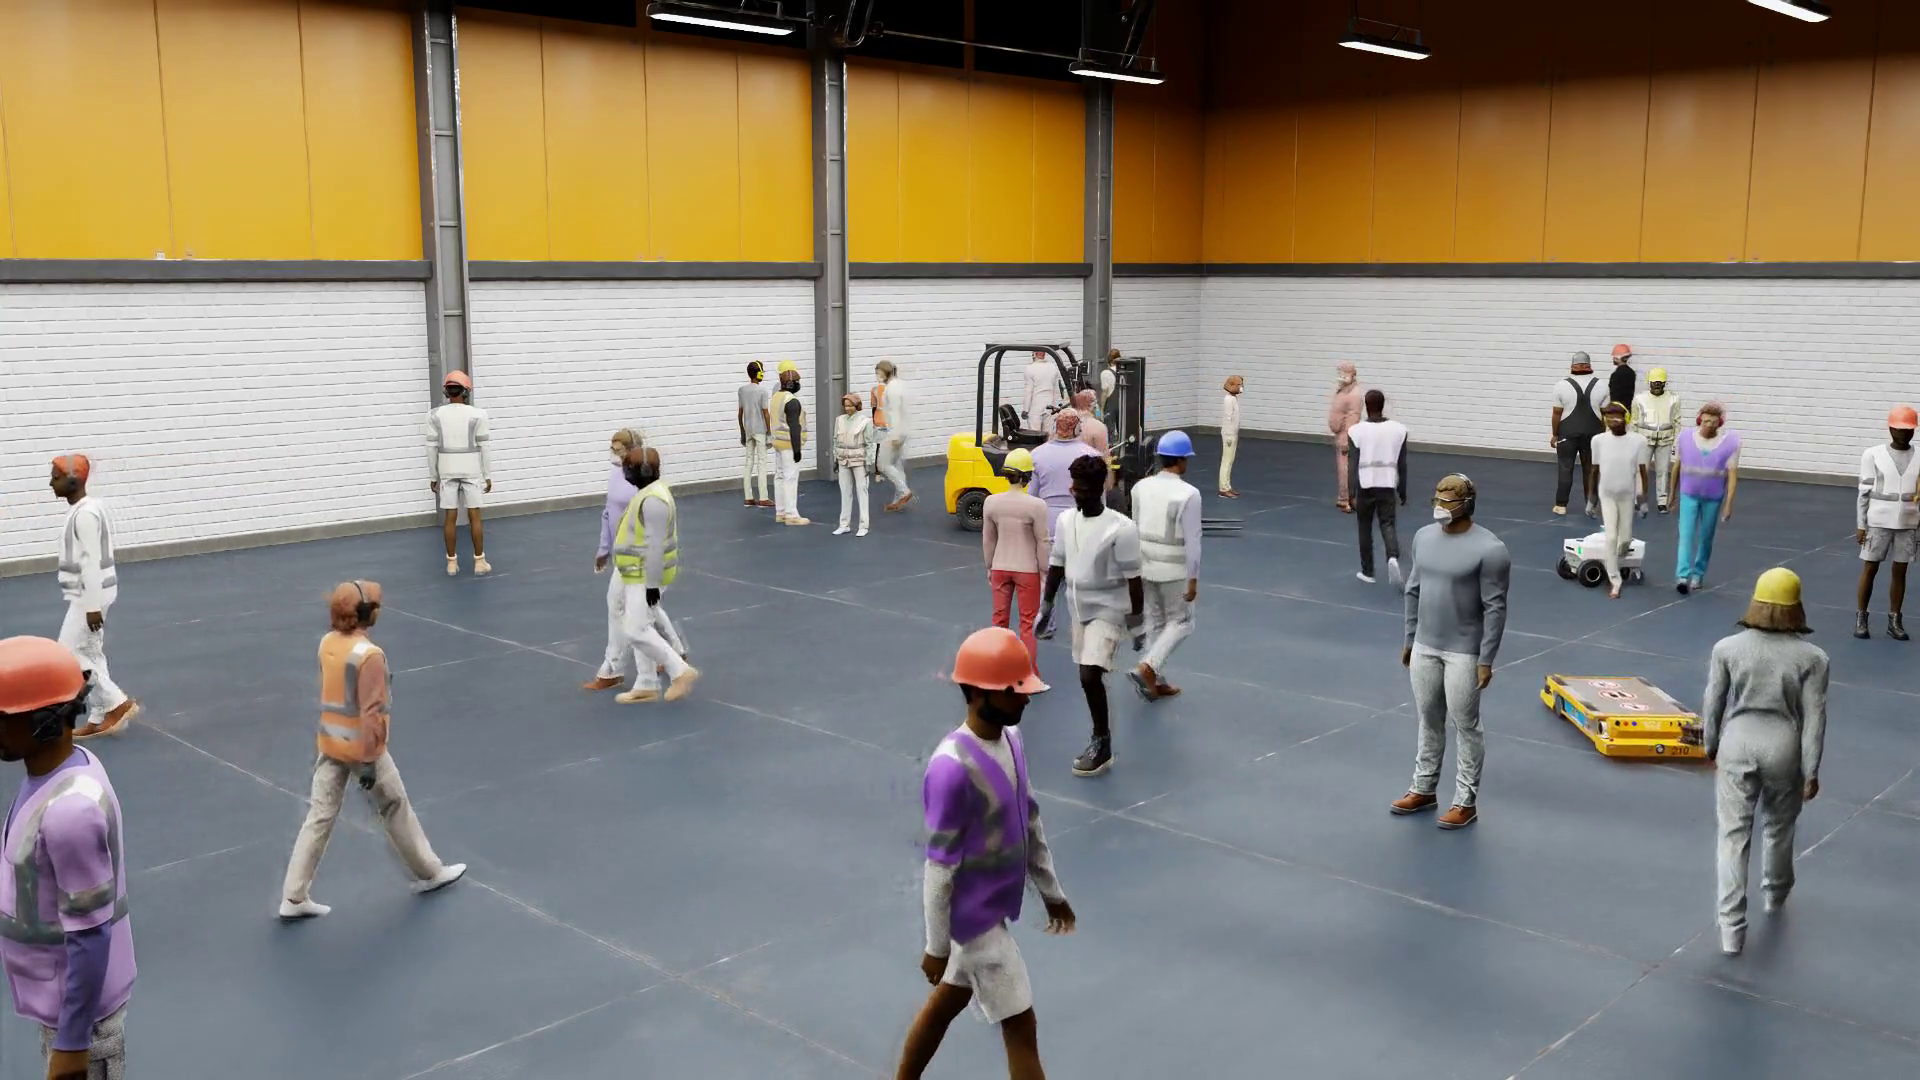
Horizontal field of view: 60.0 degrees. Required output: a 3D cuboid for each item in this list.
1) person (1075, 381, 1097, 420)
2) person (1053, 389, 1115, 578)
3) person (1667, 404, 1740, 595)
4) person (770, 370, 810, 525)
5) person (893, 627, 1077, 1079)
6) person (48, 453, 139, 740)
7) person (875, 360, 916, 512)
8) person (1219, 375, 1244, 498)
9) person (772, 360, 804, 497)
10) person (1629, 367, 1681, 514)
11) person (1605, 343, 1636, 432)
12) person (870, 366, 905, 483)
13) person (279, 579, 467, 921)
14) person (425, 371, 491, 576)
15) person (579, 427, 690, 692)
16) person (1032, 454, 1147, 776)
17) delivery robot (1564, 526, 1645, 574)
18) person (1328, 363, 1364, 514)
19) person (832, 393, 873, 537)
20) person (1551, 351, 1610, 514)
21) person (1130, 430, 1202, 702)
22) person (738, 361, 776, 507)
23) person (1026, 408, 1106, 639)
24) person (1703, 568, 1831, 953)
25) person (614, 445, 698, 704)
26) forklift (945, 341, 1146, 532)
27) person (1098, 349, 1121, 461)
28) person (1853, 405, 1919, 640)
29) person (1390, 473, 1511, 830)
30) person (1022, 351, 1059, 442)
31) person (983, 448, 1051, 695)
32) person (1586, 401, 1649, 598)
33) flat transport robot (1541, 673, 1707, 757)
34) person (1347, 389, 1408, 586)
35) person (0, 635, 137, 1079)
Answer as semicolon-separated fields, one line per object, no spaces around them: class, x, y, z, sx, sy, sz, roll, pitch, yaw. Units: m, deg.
person;1.599;-1.180;20.868;0.907;1.649;0.544;-2;10;-13
person;1.192;-0.561;16.479;1.024;1.853;0.625;-8;12;-39
person;6.900;-0.371;15.483;0.582;1.778;1.007;4;10;25
person;-2.026;-1.103;19.797;0.430;1.843;0.625;-5;10;-27
person;0.122;1.208;5.502;0.996;1.884;0.547;3;10;19
person;-5.621;0.376;10.646;0.417;1.866;0.599;-5;11;-28
person;-0.839;-1.282;20.695;0.442;1.905;0.661;0;9;1
person;3.618;-1.383;22.154;0.267;1.631;0.507;3;10;19
person;-2.293;-1.486;22.170;0.404;1.831;0.600;-4;10;-22
person;8.630;-1.235;20.664;0.589;1.827;0.403;2;10;14
person;9.387;-1.808;23.685;0.624;1.976;0.467;-7;12;-38
person;-1.011;-1.637;23.538;0.530;1.689;0.321;2;10;14
person;-2.833;0.972;7.843;0.532;1.588;0.903;8;12;40
person;-4.956;-0.660;16.501;0.610;2.030;0.408;-1;9;-6
person;-2.371;0.124;12.169;0.929;1.913;0.642;-6;11;-32
person;0.766;0.448;9.989;0.635;1.940;0.639;-7;12;-38
delivery robot;6.218;0.104;16.044;0.707;0.478;0.477;-1;9;-7
person;4.802;-1.283;20.862;0.396;1.866;0.770;0;9;-2
person;-1.216;-0.856;18.903;0.514;1.640;0.310;5;11;29
person;7.649;-1.334;20.605;0.678;2.000;0.537;1;9;9
person;1.387;0.205;11.536;0.602;1.930;0.614;-8;12;-41
person;-2.593;-1.349;21.215;0.512;1.873;0.329;6;11;31
person;0.873;-0.127;13.612;0.653;1.906;0.408;2;9;13
person;3.649;0.961;7.562;0.508;1.689;0.889;6;11;32
person;-2.152;0.257;11.510;0.465;1.826;0.656;-2;10;-15
forklift;0.977;-1.223;19.452;2.313;2.155;1.214;2;9;11
person;2.314;-1.939;24.944;0.519;1.848;0.360;-5;10;-27
person;7.637;-0.140;13.599;0.547;1.937;0.379;3;10;15
person;2.671;0.597;9.073;0.371;1.941;0.627;-6;11;-35
person;1.185;-2.015;25.188;0.641;1.909;0.409;-7;12;-38
person;0.411;0.226;11.879;0.525;1.769;0.315;5;11;28
person;6.158;-0.399;15.553;0.543;1.831;0.706;4;10;21
flat transport robot;4.347;1.129;10.914;0.652;0.197;1.431;1;9;3
person;4.004;-0.494;15.908;0.614;1.891;0.729;0;9;-2
person;-2.520;1.265;4.666;0.374;2.043;0.608;-6;11;-34
